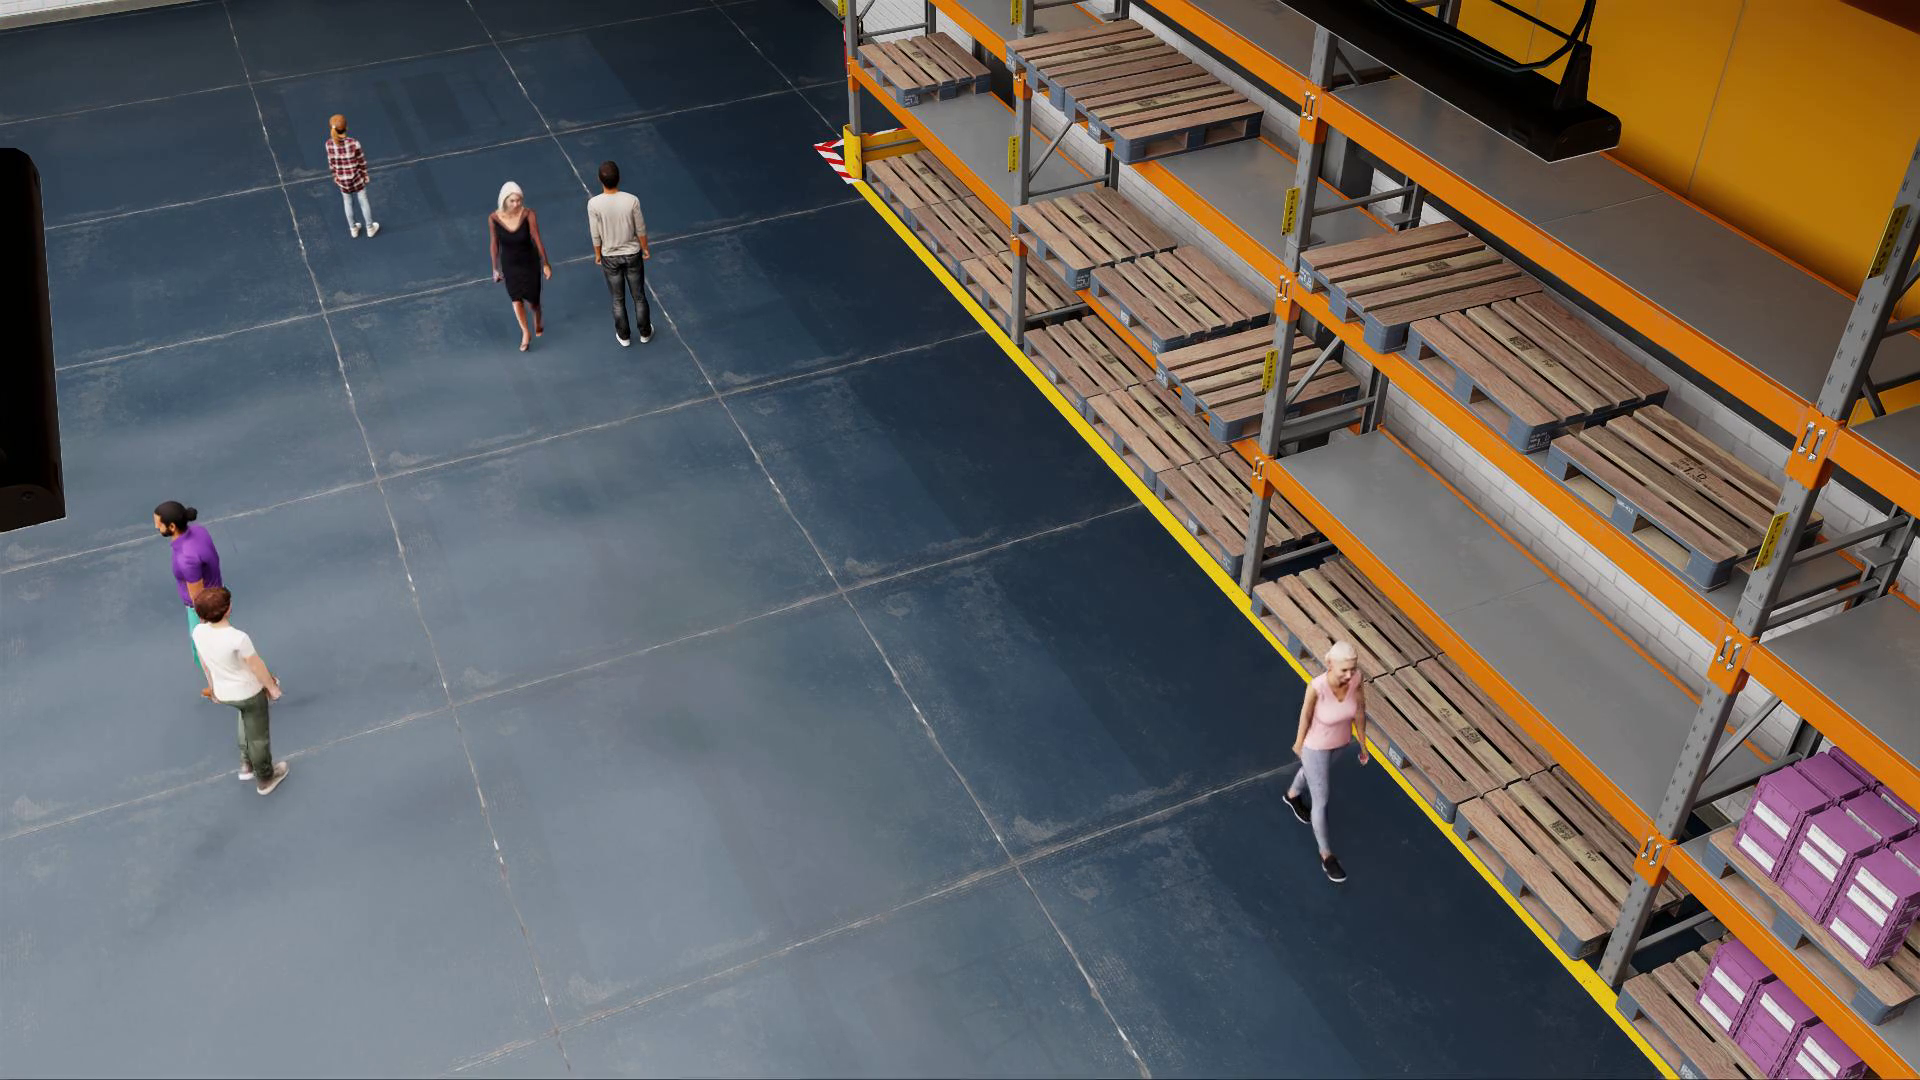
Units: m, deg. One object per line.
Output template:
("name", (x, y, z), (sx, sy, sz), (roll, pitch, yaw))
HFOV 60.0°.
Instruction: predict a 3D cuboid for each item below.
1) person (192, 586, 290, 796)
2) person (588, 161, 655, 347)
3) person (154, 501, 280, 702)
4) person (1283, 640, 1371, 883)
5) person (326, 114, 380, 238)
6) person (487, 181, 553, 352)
("person", (-4.699, 1.031, 10.752), (0.705, 1.644, 0.765), (13, 40, 15))
("person", (-3.085, -2.605, 15.173), (0.695, 1.809, 0.629), (-7, 39, -9))
("person", (-5.121, 0.462, 11.382), (0.803, 1.747, 0.762), (-15, 41, -18))
("person", (2.263, 1.226, 10.475), (0.585, 1.684, 1.075), (-15, 41, -18))
("person", (-6.228, -3.716, 16.968), (0.583, 1.305, 0.595), (-4, 39, -5))
("person", (-3.968, -2.525, 15.140), (0.805, 1.725, 0.835), (3, 39, 4))
